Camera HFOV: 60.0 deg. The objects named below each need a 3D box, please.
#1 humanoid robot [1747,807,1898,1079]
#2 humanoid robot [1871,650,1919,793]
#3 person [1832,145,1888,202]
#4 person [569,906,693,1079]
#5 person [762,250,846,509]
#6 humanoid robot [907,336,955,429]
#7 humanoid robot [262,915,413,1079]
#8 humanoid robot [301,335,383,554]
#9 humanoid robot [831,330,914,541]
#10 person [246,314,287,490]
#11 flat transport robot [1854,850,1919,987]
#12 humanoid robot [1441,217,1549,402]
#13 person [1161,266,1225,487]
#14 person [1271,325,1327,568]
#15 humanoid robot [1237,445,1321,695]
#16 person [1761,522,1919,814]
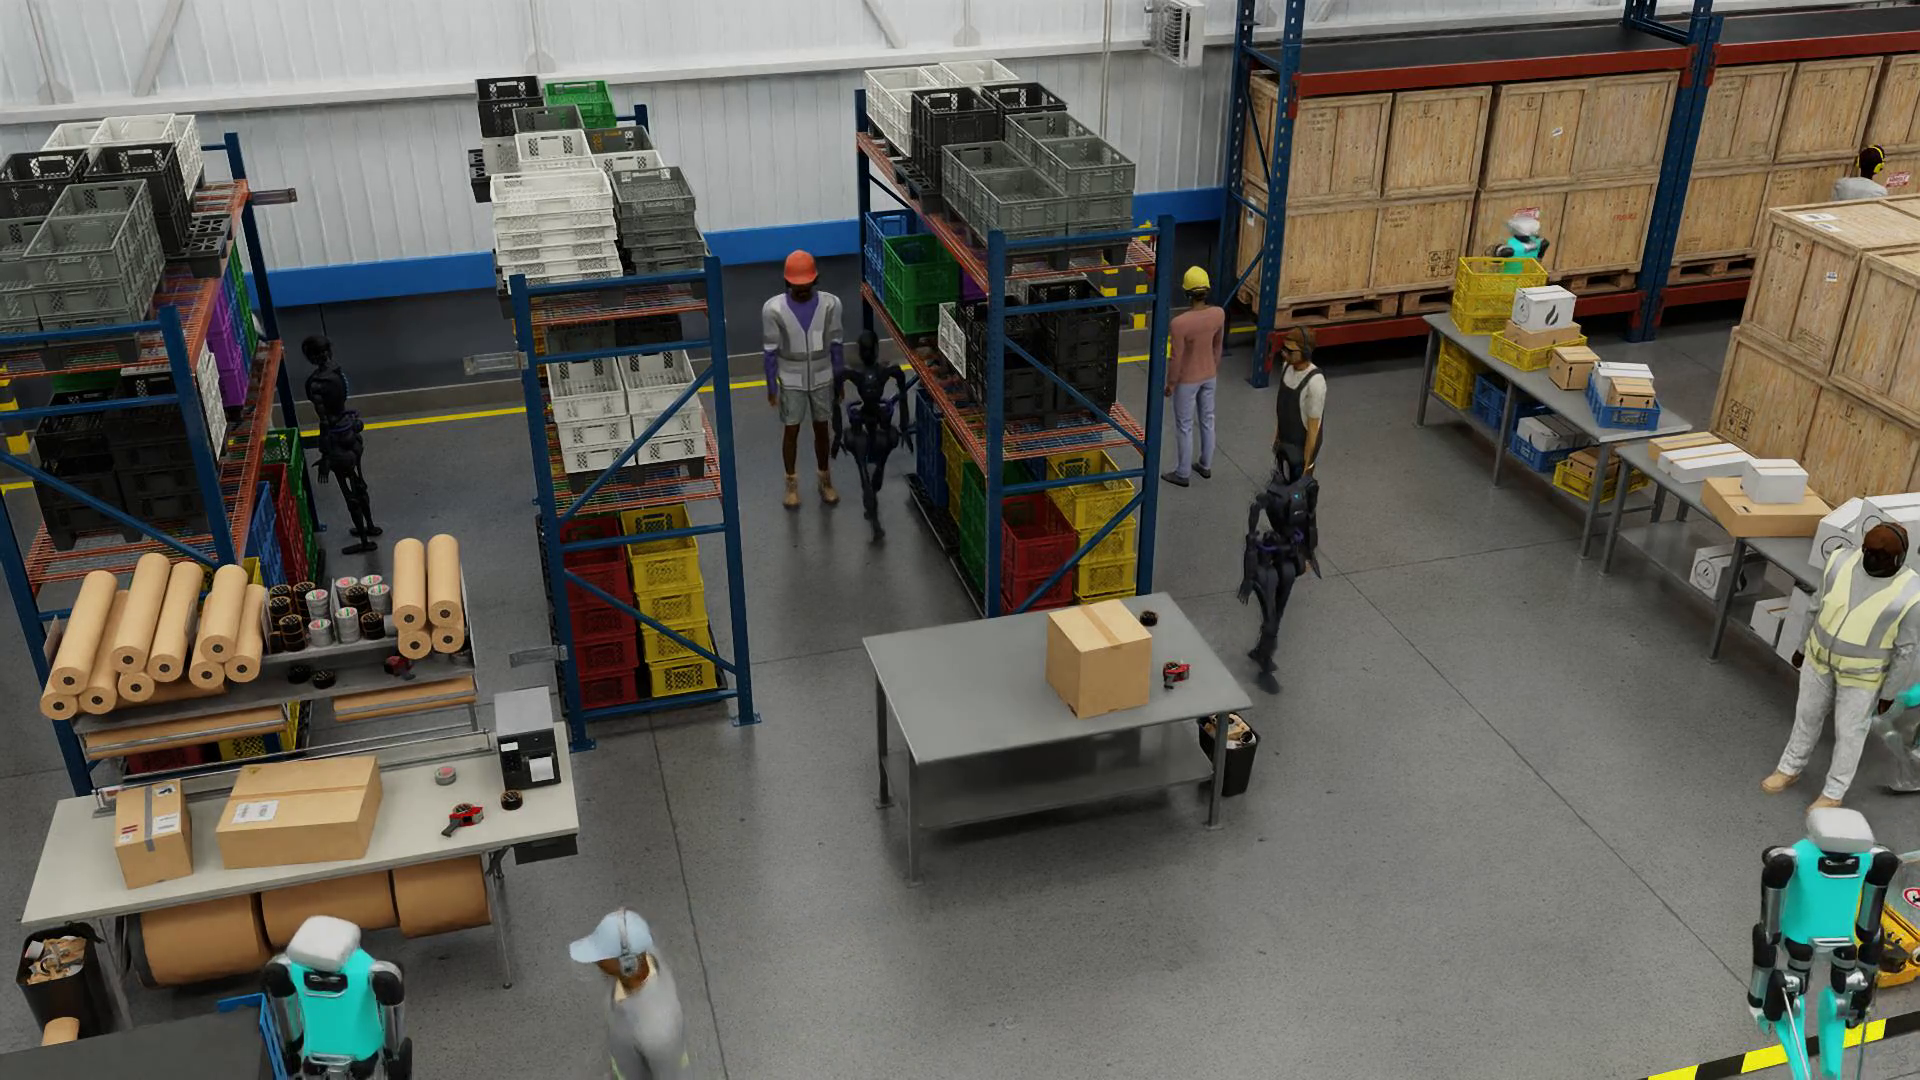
[{"bbox_3d":[3.611,2.030,6.946,0.556,1.770,0.821,0,29,1],"label":"humanoid robot"},{"bbox_3d":[5.462,0.753,9.270,0.664,1.807,0.540,-3,29,-6],"label":"humanoid robot"},{"bbox_3d":[8.289,-2.743,15.490,0.329,1.872,0.506,-22,36,-34],"label":"person"},{"bbox_3d":[-1.251,2.175,6.562,0.396,1.849,0.597,-9,30,-15],"label":"person"},{"bbox_3d":[-1.158,-1.198,12.502,0.610,2.040,0.388,-7,30,-13],"label":"person"},{"bbox_3d":[-0.120,-1.661,13.750,0.677,1.636,0.612,-4,29,-8],"label":"humanoid robot"},{"bbox_3d":[-2.414,2.319,6.443,0.559,1.748,1.045,1,29,3],"label":"humanoid robot"},{"bbox_3d":[-4.467,-0.697,11.956,0.315,1.653,0.599,-2,29,-3],"label":"humanoid robot"},{"bbox_3d":[-0.644,-0.796,12.189,0.612,1.623,0.720,-4,29,-6],"label":"humanoid robot"},{"bbox_3d":[-5.301,-1.090,12.484,0.311,1.868,0.528,-14,32,-24],"label":"person"},{"bbox_3d":[5.163,1.916,8.676,1.431,0.231,0.659,-8,30,-14],"label":"flat transport robot"},{"bbox_3d":[4.525,-1.979,14.236,0.531,1.716,1.046,-15,32,-25],"label":"humanoid robot"},{"bbox_3d":[1.799,-1.262,12.904,0.525,1.765,0.326,-17,33,-28],"label":"person"},{"bbox_3d":[2.366,-0.655,11.732,0.351,1.835,0.502,-9,30,-15],"label":"person"},{"bbox_3d":[2.033,0.152,10.433,0.612,1.642,0.531,-16,33,-26],"label":"humanoid robot"},{"bbox_3d":[4.935,0.711,9.249,0.429,1.834,0.632,-16,33,-27],"label":"person"}]
